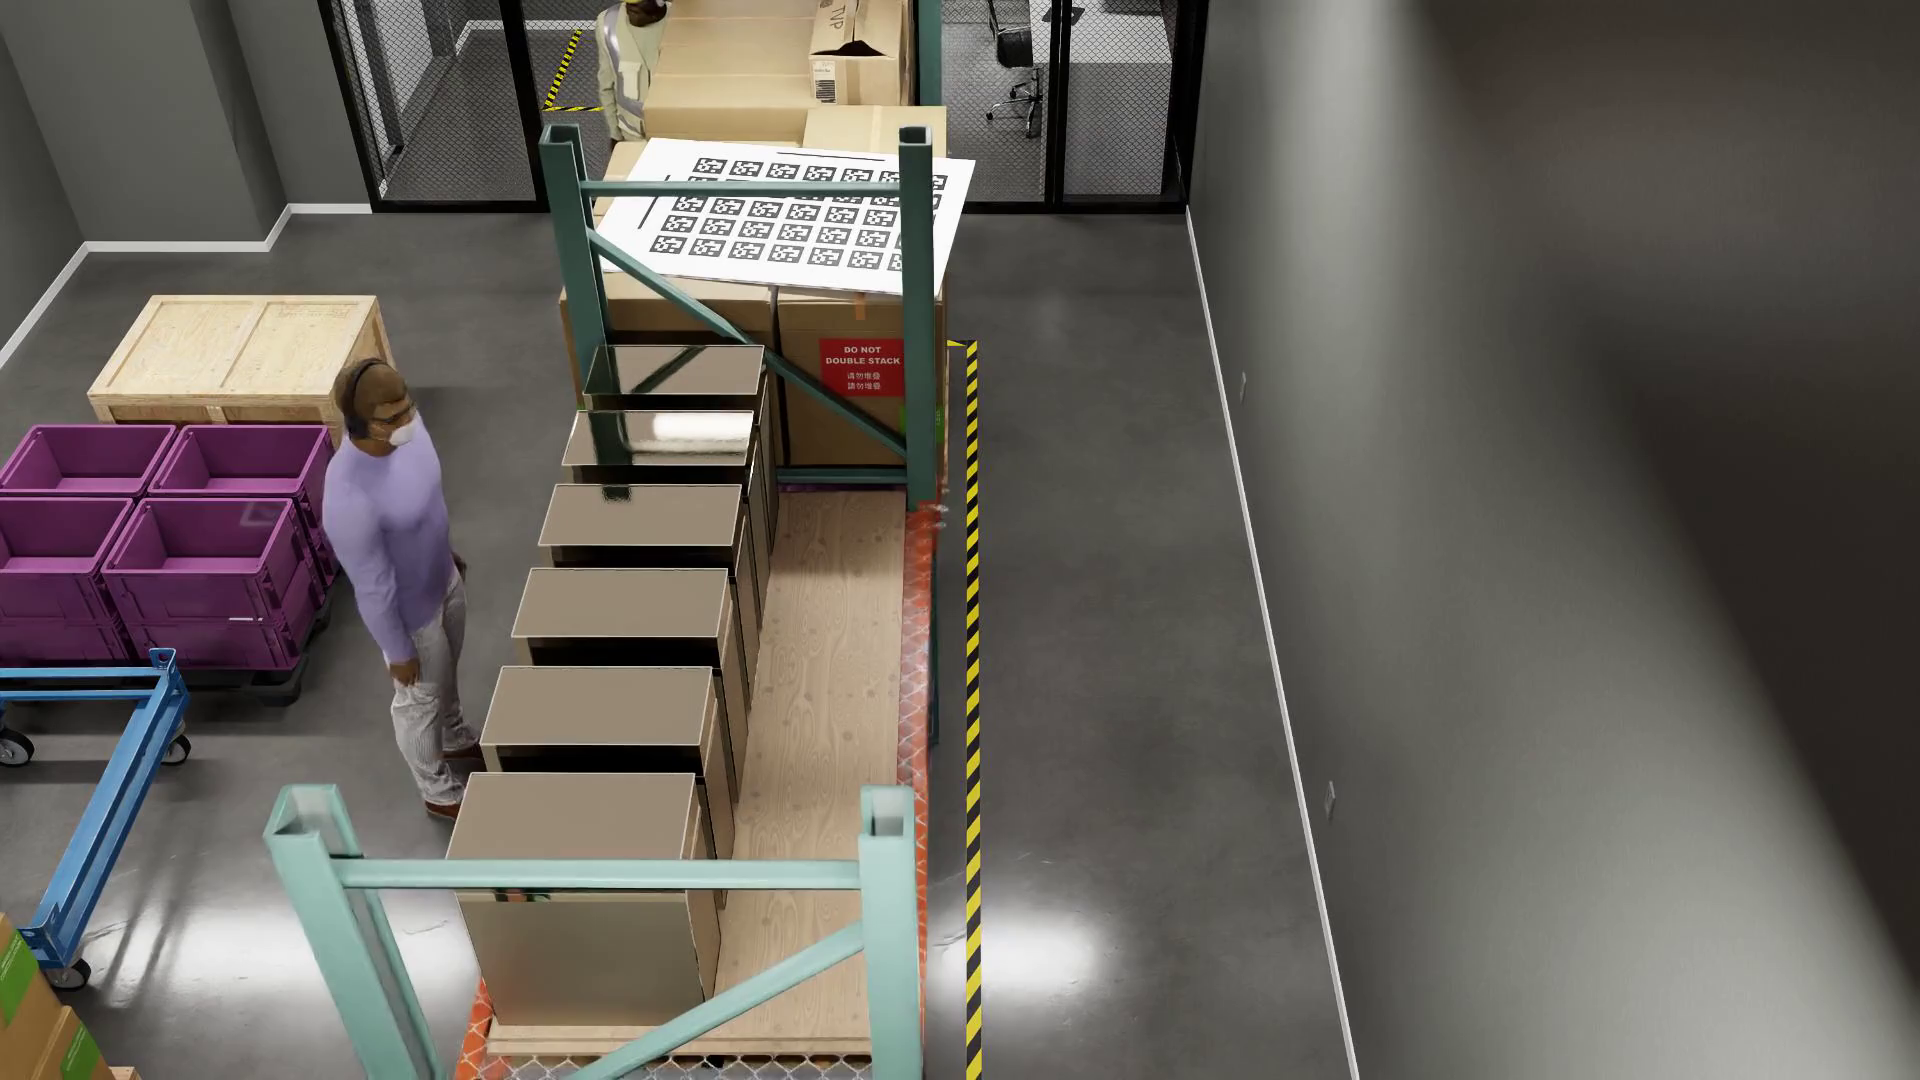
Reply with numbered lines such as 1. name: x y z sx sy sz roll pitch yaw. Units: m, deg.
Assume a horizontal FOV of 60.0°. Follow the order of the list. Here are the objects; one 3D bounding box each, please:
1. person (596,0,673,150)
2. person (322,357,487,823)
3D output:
1. person: -1.487 -2.066 8.333 0.592 1.825 0.404 1 41 1
2. person: -1.848 0.197 5.671 0.373 1.933 0.641 1 41 1
